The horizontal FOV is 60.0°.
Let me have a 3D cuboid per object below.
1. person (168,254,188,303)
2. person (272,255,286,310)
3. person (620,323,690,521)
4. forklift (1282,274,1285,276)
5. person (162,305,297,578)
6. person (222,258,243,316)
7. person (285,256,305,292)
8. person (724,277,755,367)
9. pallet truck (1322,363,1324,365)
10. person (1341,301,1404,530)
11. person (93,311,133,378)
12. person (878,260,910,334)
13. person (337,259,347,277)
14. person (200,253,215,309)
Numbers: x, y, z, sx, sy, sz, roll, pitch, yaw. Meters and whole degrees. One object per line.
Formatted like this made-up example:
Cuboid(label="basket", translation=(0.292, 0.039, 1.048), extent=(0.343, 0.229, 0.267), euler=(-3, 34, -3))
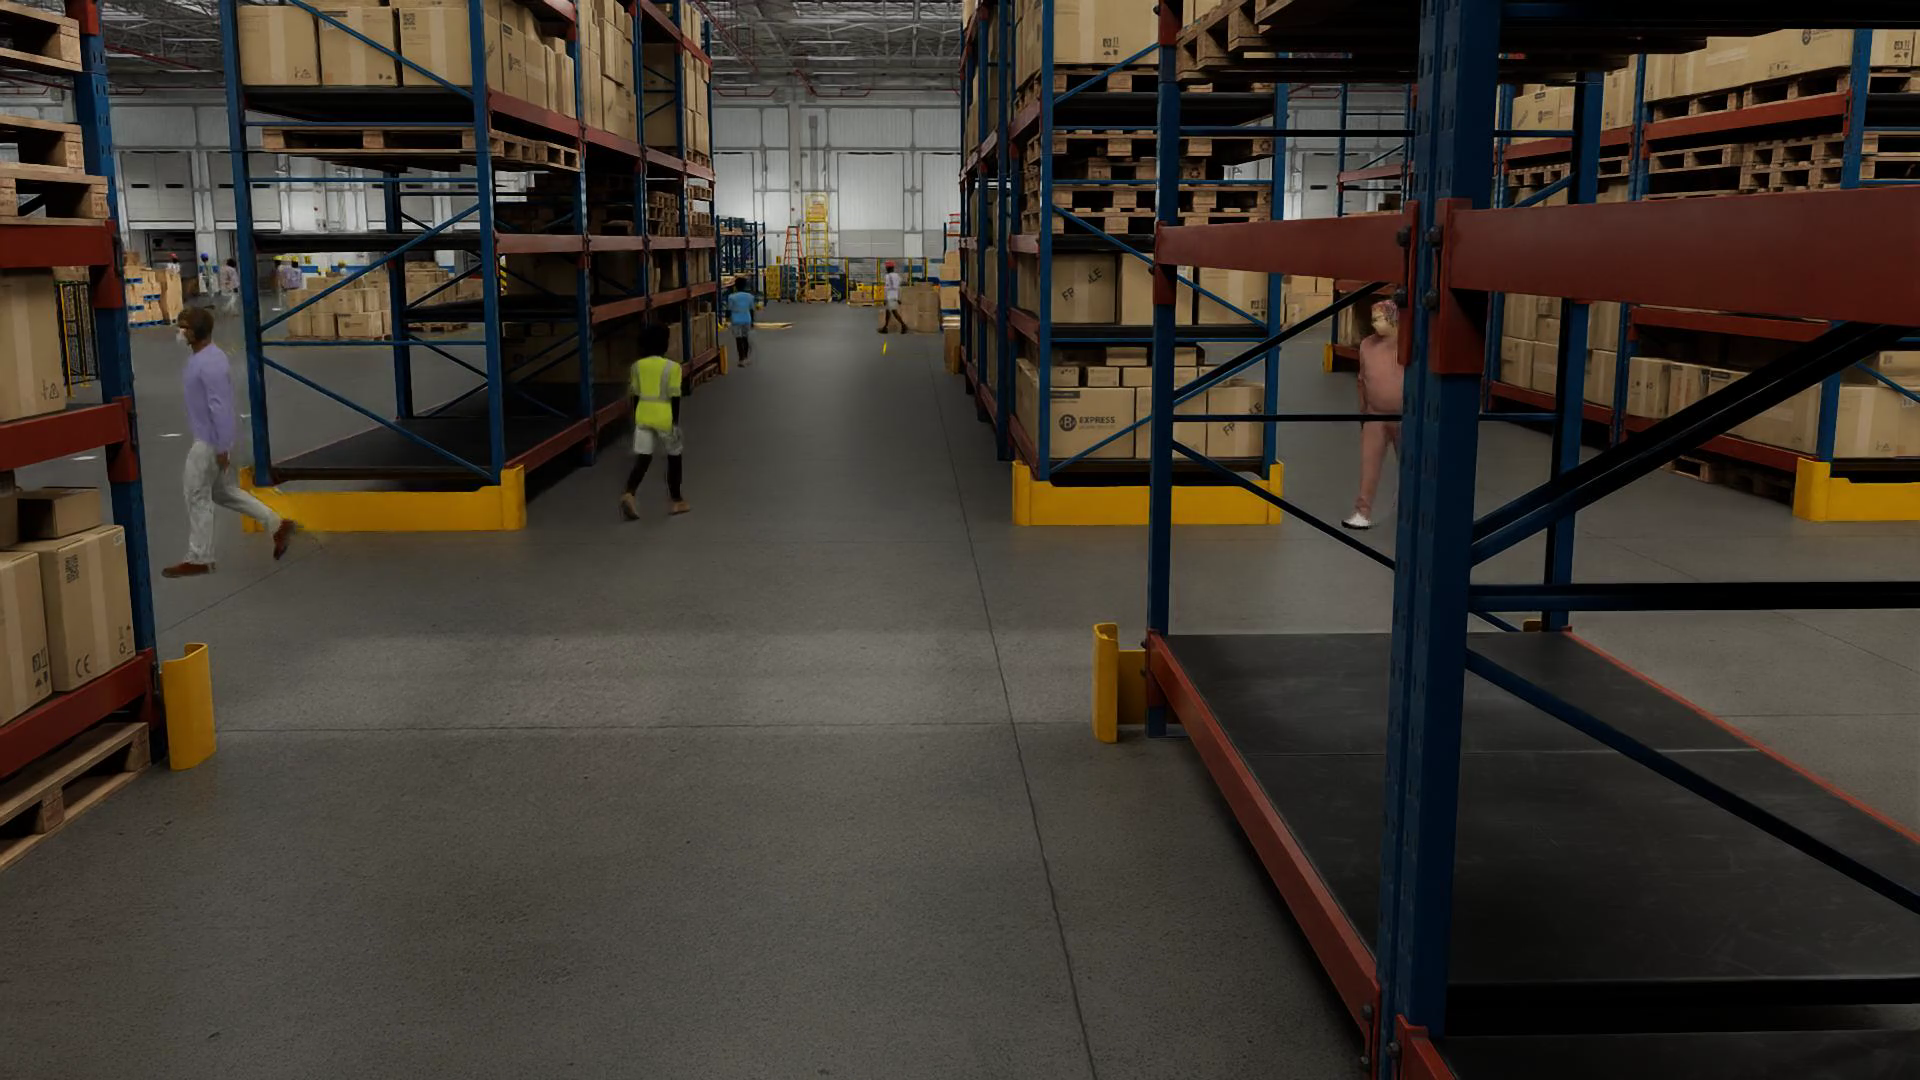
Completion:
Cuboid(label="person", translation=(-30.158, -10.049, 63.899), extent=(1.033, 1.889, 0.545), euler=(6, 12, 31))
Cuboid(label="person", translation=(-23.192, -8.827, 57.041), extent=(0.797, 1.900, 0.596), euler=(-2, 10, -13))
Cuboid(label="person", translation=(-2.605, -0.998, 14.074), extent=(0.538, 1.670, 0.803), euler=(4, 11, 23))
Cuboid(label="forklift", translation=(12.251, -10.249, 62.214), extent=(1.129, 2.768, 1.873), euler=(0, 10, -2))
Cuboid(label="person", translation=(-5.218, -0.707, 11.781), extent=(0.867, 1.912, 0.635), euler=(-6, 12, -31))
Cuboid(label="person", translation=(-22.940, -7.935, 52.301), extent=(0.588, 1.823, 0.630), euler=(-10, 14, -43))
Cuboid(label="person", translation=(-20.388, -7.767, 51.089), extent=(0.619, 1.904, 0.620), euler=(5, 11, 26))
Cuboid(label="person", translation=(-4.160, -4.088, 31.235), extent=(0.546, 1.672, 0.663), euler=(-6, 12, -31))
Cuboid(label="pallet truck", translation=(7.712, -4.157, 30.737), extent=(1.885, 1.965, 0.823), euler=(3, 11, 16))
Cuboid(label="person", translation=(3.457, -0.982, 13.429), extent=(0.676, 1.852, 0.956), euler=(7, 12, 34))
Cuboid(label="person", translation=(-14.357, -3.581, 28.109), extent=(0.882, 1.801, 0.606), euler=(8, 13, 37))
Cuboid(label="person", translation=(-1.672, -6.180, 42.321), extent=(0.965, 1.898, 0.557), euler=(7, 12, 33))
Cuboid(label="person", translation=(-21.435, -8.906, 57.951), extent=(0.480, 1.732, 0.487), euler=(-1, 10, -6))
Cuboid(label="person", translation=(-26.354, -9.068, 58.237), extent=(0.405, 1.945, 0.615), euler=(-5, 11, -24))
